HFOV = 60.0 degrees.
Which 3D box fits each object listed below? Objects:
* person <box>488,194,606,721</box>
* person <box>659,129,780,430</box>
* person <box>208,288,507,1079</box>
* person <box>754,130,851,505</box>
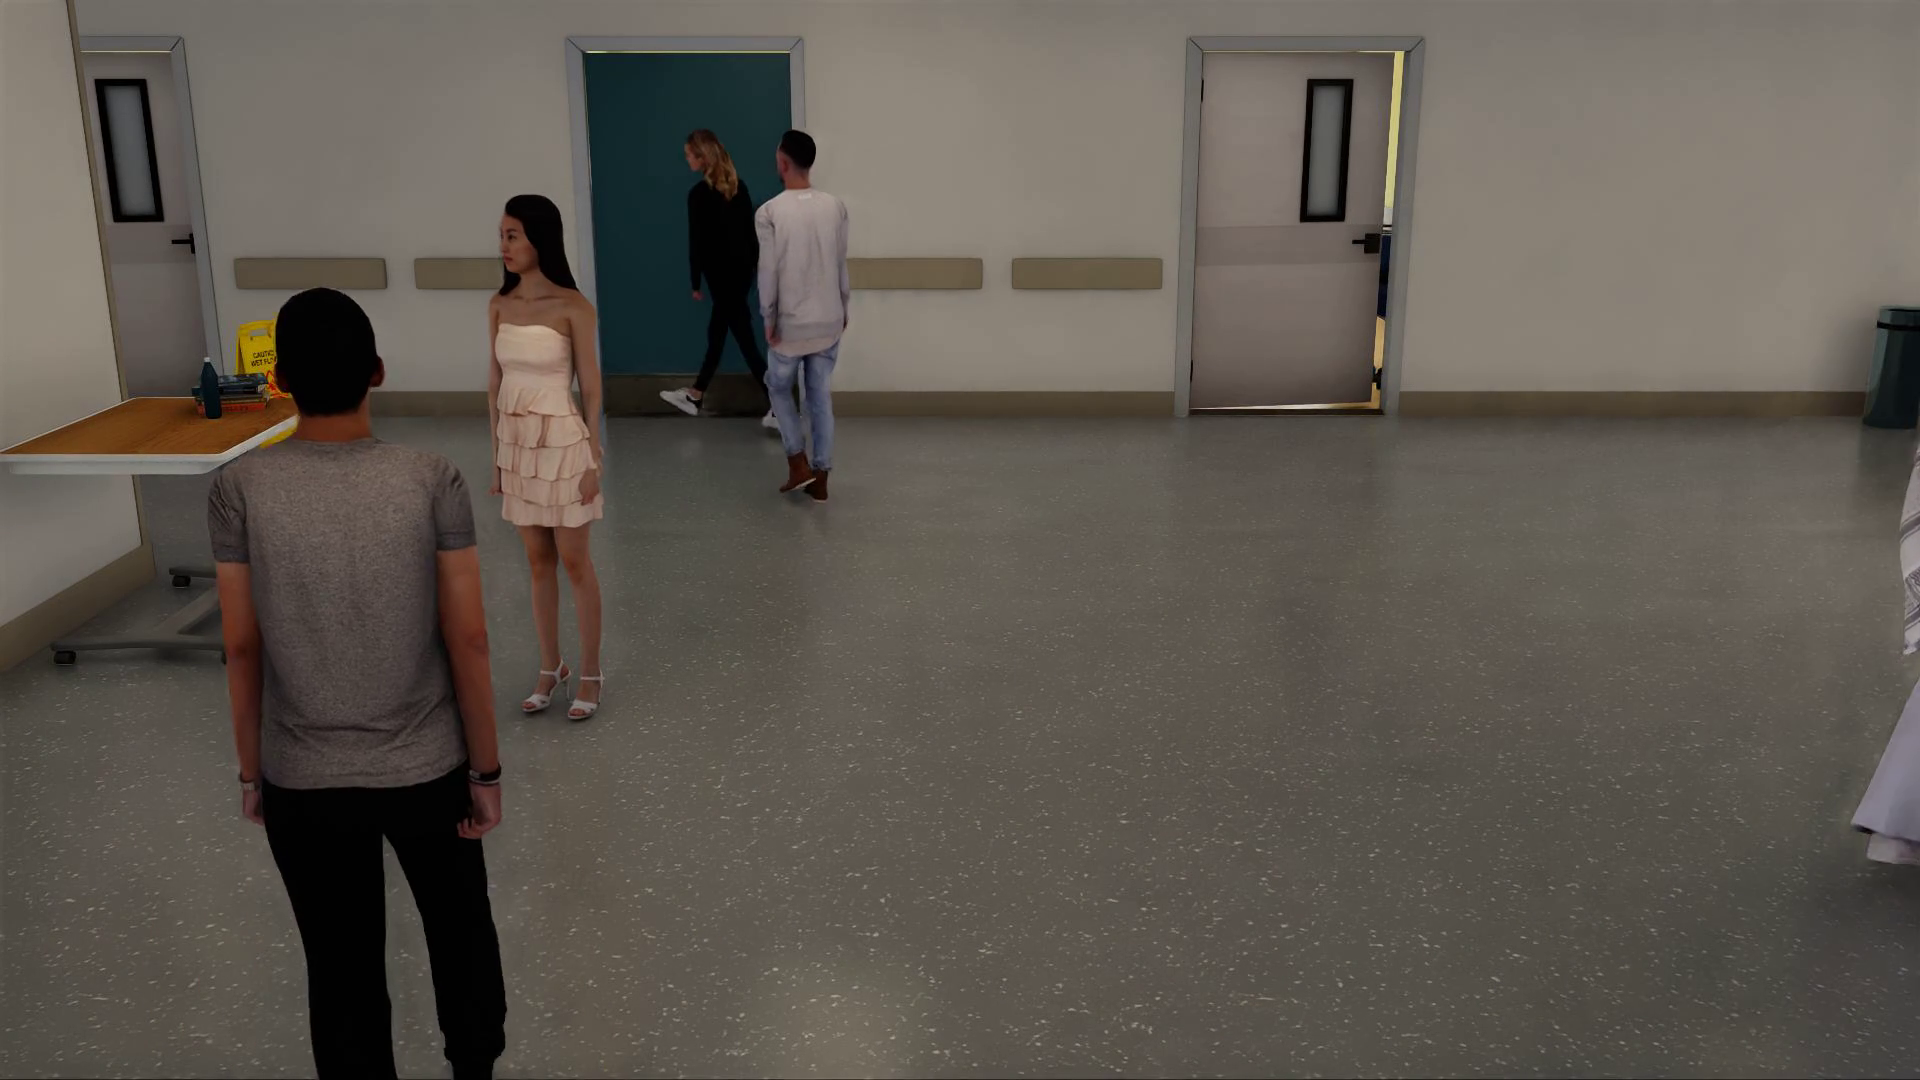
[{"bbox_3d":[-1.335,-0.252,5.442,0.598,1.736,0.710,7,17,23],"label":"person"},{"bbox_3d":[-1.274,-1.478,9.795,1.263,1.735,1.047,12,19,35],"label":"person"},{"bbox_3d":[-1.054,0.442,2.971,0.675,1.743,0.767,-6,17,-20],"label":"person"},{"bbox_3d":[-0.726,-1.067,8.175,0.723,1.823,0.851,-7,17,-24],"label":"person"}]
